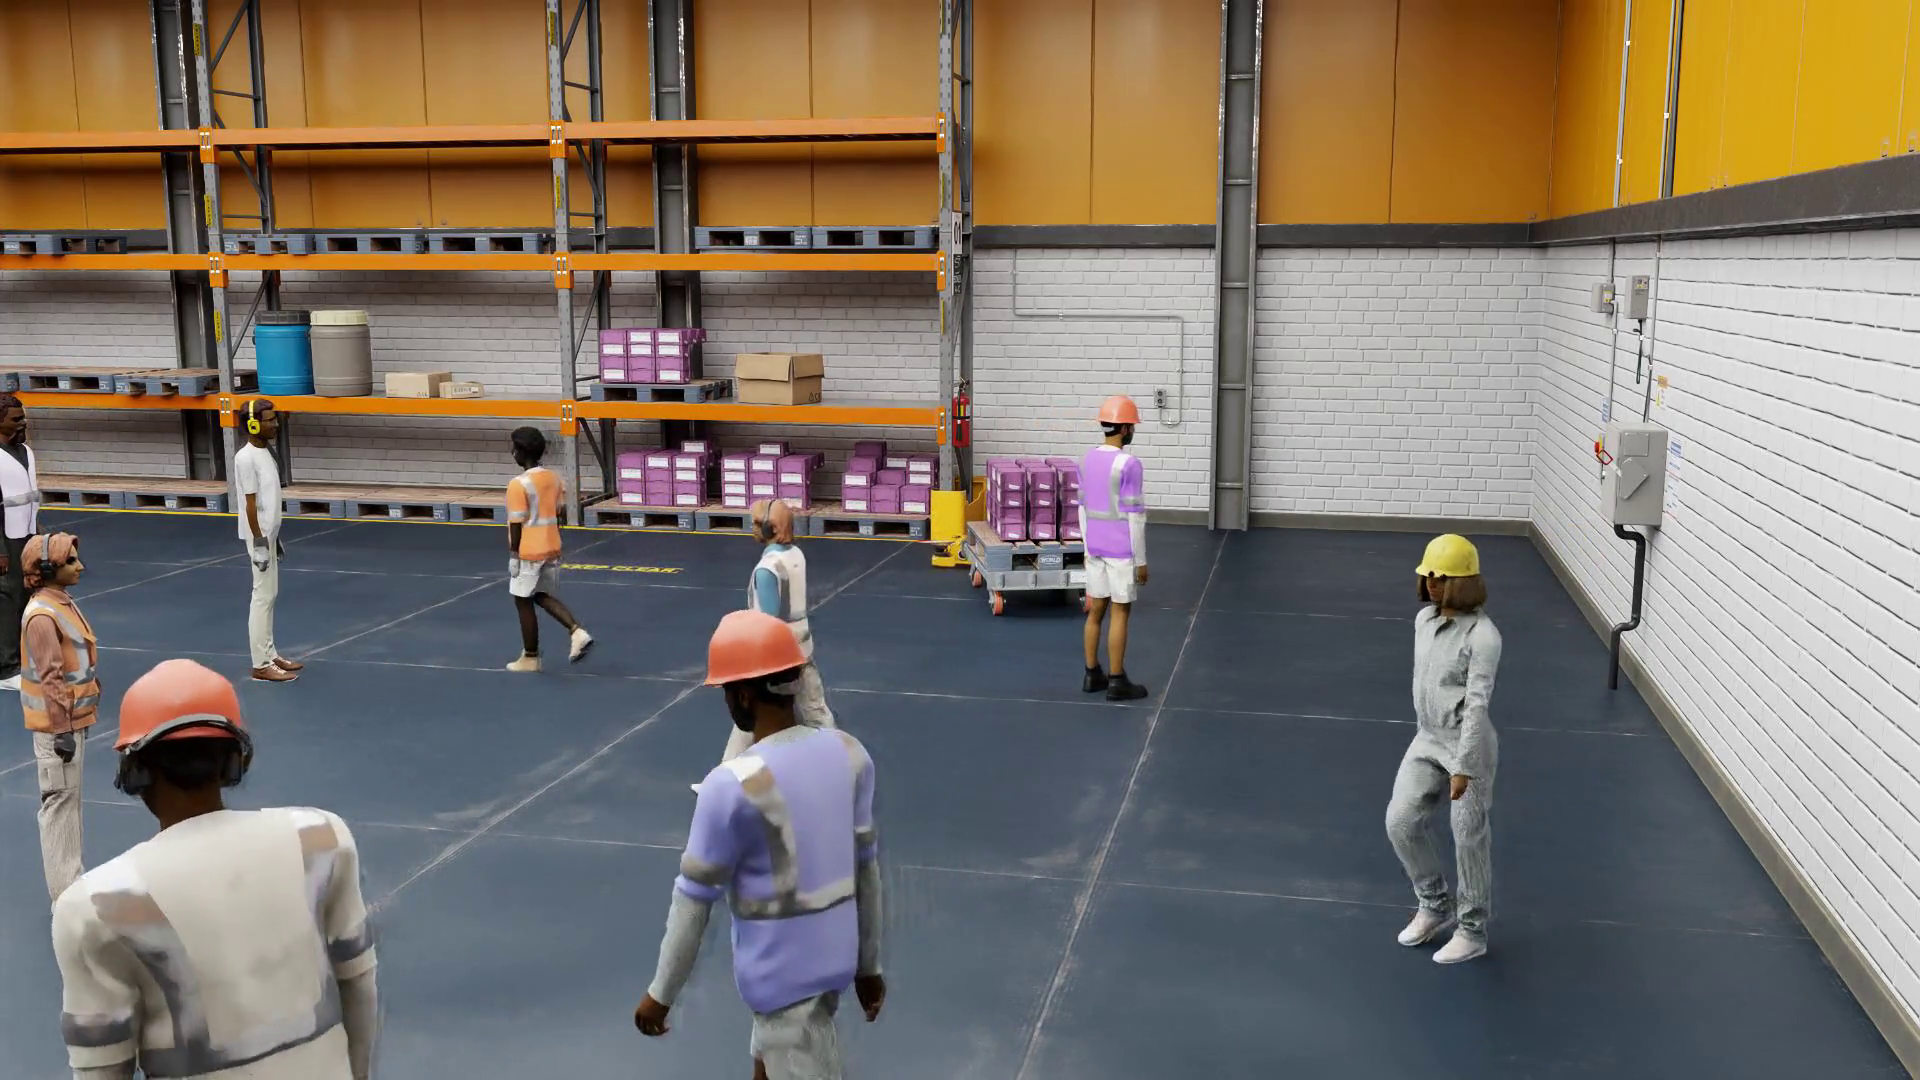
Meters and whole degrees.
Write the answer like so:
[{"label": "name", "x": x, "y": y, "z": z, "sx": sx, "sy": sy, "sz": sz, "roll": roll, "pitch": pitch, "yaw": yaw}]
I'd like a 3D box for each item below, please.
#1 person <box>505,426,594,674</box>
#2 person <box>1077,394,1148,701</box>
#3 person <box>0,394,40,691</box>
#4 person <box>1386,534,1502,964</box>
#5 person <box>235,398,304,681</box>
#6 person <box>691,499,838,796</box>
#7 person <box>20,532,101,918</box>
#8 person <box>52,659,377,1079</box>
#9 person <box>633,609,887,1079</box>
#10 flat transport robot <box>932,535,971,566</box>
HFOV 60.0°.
[{"label": "person", "x": -2.795, "y": 0.081, "z": 11.094, "sx": 0.505, "sy": 1.680, "sz": 0.535, "roll": 3, "pitch": 10, "yaw": 18}, {"label": "person", "x": 0.986, "y": 0.047, "z": 10.533, "sx": 0.373, "sy": 1.935, "sz": 0.550, "roll": -7, "pitch": 12, "yaw": -35}, {"label": "person", "x": -6.149, "y": 0.012, "z": 10.797, "sx": 0.392, "sy": 1.920, "sz": 0.593, "roll": -1, "pitch": 10, "yaw": -6}, {"label": "person", "x": 1.932, "y": 0.827, "z": 6.541, "sx": 0.444, "sy": 1.730, "sz": 0.494, "roll": -5, "pitch": 11, "yaw": -26}, {"label": "person", "x": -4.591, "y": 0.004, "z": 11.019, "sx": 0.328, "sy": 1.862, "sz": 0.513, "roll": -2, "pitch": 10, "yaw": -13}, {"label": "person", "x": -0.915, "y": 0.574, "z": 8.436, "sx": 0.882, "sy": 1.587, "sz": 0.524, "roll": 3, "pitch": 10, "yaw": 18}, {"label": "person", "x": -3.807, "y": 0.781, "z": 7.065, "sx": 0.309, "sy": 1.641, "sz": 0.511, "roll": -4, "pitch": 10, "yaw": -23}, {"label": "person", "x": -1.542, "y": 1.233, "z": 3.512, "sx": 1.148, "sy": 1.935, "sz": 0.619, "roll": 8, "pitch": 13, "yaw": 41}, {"label": "person", "x": -0.484, "y": 1.122, "z": 4.387, "sx": 1.023, "sy": 1.869, "sz": 0.572, "roll": 7, "pitch": 12, "yaw": 34}, {"label": "flat transport robot", "x": 0.505, "y": 0.103, "z": 15.128, "sx": 1.431, "sy": 0.197, "sz": 0.652, "roll": 2, "pitch": 10, "yaw": 10}]
